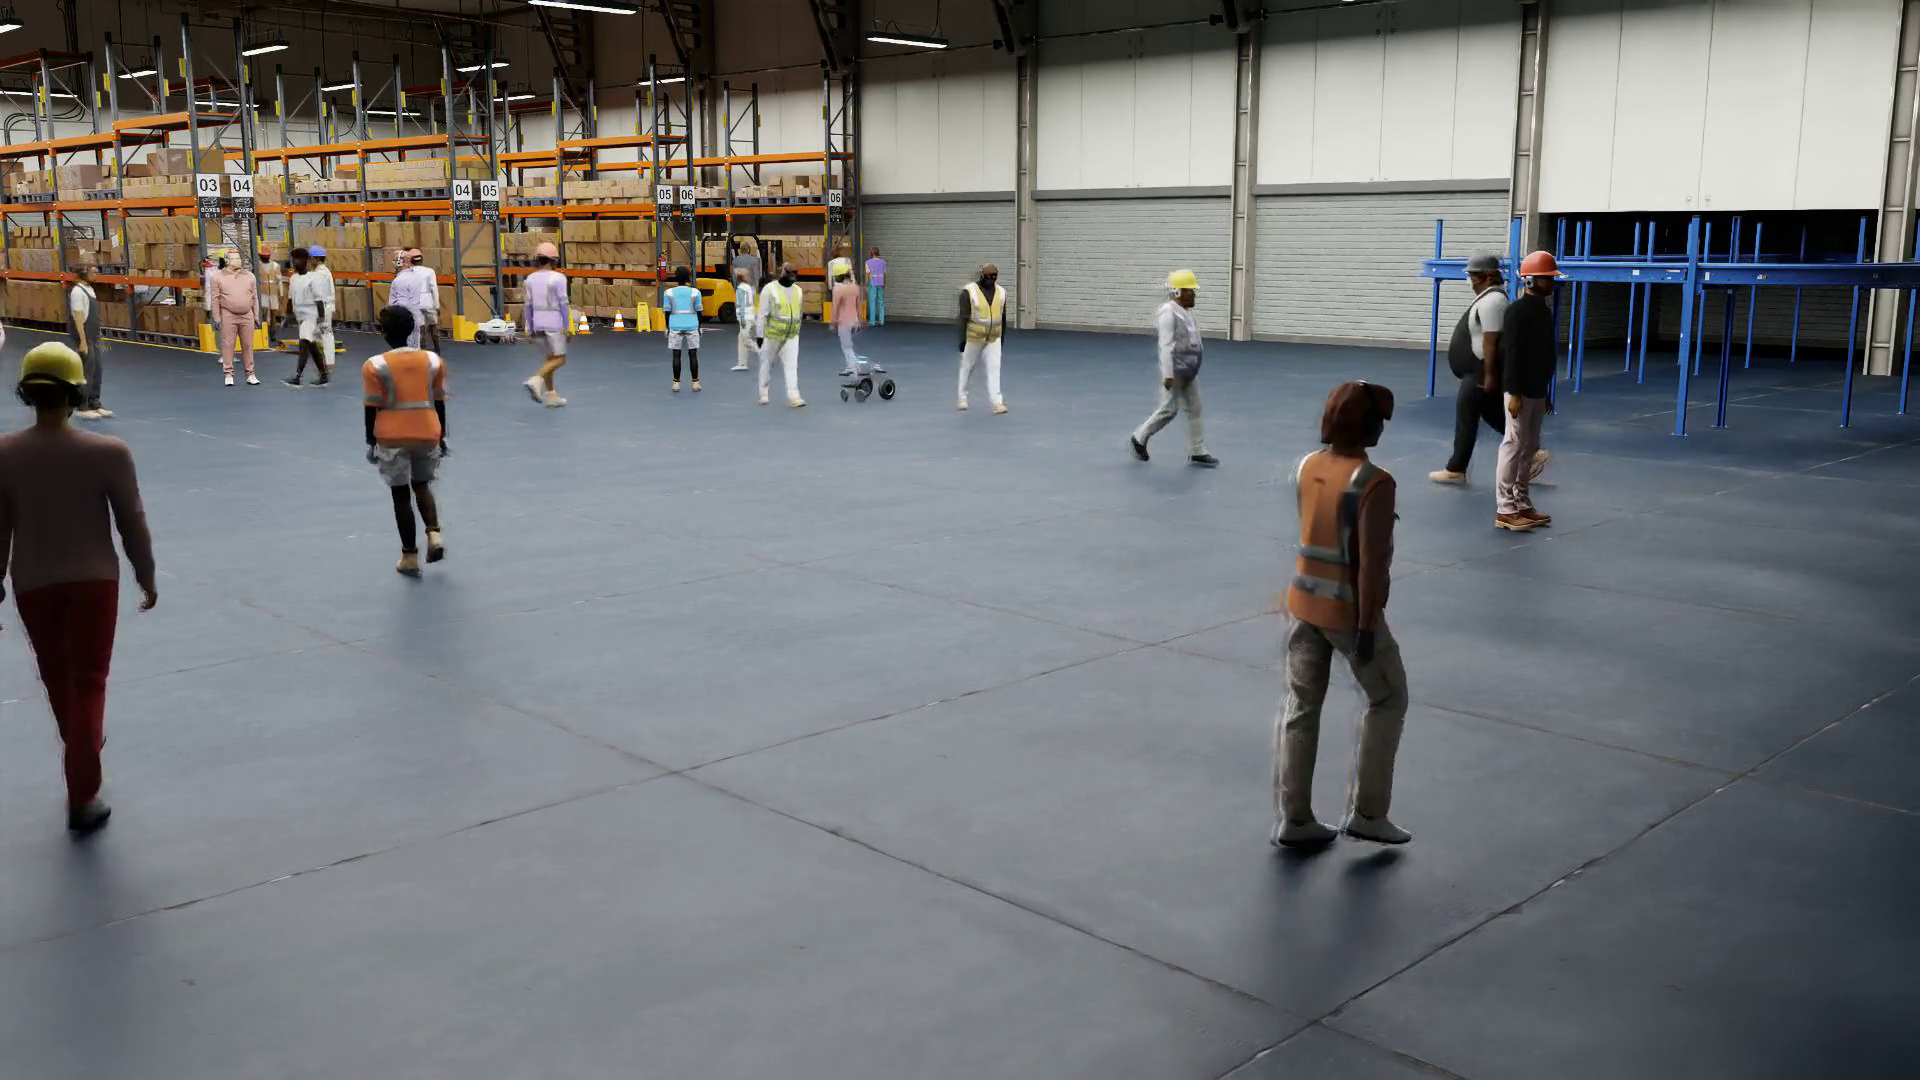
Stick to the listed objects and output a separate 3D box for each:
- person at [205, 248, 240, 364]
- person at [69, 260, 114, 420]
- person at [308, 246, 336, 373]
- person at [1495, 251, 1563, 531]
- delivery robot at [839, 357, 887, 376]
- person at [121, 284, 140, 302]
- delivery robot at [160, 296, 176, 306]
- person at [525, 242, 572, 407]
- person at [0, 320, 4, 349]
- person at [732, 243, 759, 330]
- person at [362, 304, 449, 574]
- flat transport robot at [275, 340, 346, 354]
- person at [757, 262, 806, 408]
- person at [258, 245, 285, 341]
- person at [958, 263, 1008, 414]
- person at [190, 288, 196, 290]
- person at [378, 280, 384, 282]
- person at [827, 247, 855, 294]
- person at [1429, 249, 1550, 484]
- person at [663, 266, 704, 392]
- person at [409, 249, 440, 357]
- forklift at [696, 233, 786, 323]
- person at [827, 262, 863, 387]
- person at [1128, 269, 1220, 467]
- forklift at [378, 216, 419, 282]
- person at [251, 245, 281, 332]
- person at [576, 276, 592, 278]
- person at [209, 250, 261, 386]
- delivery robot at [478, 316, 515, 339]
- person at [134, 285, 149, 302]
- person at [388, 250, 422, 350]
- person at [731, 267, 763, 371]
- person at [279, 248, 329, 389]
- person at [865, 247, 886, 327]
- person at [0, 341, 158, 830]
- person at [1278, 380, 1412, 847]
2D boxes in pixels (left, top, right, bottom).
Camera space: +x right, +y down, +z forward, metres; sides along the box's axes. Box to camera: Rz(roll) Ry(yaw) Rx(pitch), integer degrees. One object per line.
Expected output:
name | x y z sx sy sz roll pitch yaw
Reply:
person | -12.113 -3.847 27.423 0.657 1.882 0.760 -9 14 -41
person | -10.097 -2.318 19.289 0.400 1.822 0.537 -2 11 -13
person | -9.887 -3.579 25.796 0.391 1.948 0.605 -3 11 -18
person | 4.131 -1.084 12.063 0.379 1.996 0.611 9 14 40
delivery robot | -1.261 -2.262 21.569 0.335 0.223 0.698 9 14 41
person | -20.977 -6.401 42.128 0.499 1.595 0.531 -4 11 -18
delivery robot | -20.414 -6.054 42.954 0.477 0.478 0.707 -8 13 -39
person | -5.104 -2.623 20.383 0.619 2.022 0.683 6 12 31
person | -9.437 -1.753 16.077 0.762 1.873 0.397 9 14 41
person | -4.799 -5.683 37.303 0.628 1.937 0.377 3 11 14
person | -3.477 -0.632 10.422 0.544 1.680 0.373 -9 14 -40
flat transport robot | -11.786 -3.519 30.160 1.431 0.197 0.652 10 14 42
person | -2.260 -2.554 20.697 0.715 1.783 0.999 -8 13 -37
person | -13.796 -4.921 33.232 0.547 1.911 0.787 -6 12 -32
person | 0.251 -2.439 20.050 0.667 1.788 0.991 -5 11 -24
person | -21.195 -7.259 46.101 0.606 1.877 0.674 9 14 41
person | -17.529 -7.998 49.889 0.524 1.945 0.668 -1 10 -6
person | -2.842 -6.099 39.854 0.679 1.833 0.350 -3 11 -17
person | 4.582 -1.480 14.212 0.920 2.000 0.691 4 11 19
person | -3.774 -2.864 22.670 0.564 1.694 0.440 -2 11 -9
person | -9.000 -3.924 27.875 0.575 1.873 0.853 -2 11 -11
forklift | -5.496 -6.489 41.108 2.313 2.155 1.214 -10 14 -44
person | -1.587 -3.005 23.248 0.424 1.738 0.529 7 13 34
person | 1.991 -1.593 15.356 0.807 1.807 0.609 7 12 32
forklift | -17.868 -9.201 54.028 1.873 2.768 1.129 -10 14 -44
person | -15.403 -5.579 36.822 0.926 1.909 0.596 7 13 35
person | -10.324 -7.111 45.649 0.483 1.737 0.320 4 11 20
person | -10.251 -3.152 23.582 0.653 1.906 0.408 -9 13 -39
delivery robot | -9.071 -4.147 32.558 0.707 0.478 0.477 4 11 23
person | -18.898 -5.715 38.197 0.546 1.657 0.795 -10 14 -44
person | -7.404 -2.898 22.196 0.410 1.909 0.643 0 10 0
person | -3.278 -3.452 26.026 0.614 1.618 0.529 1 10 5
person | -9.163 -3.058 23.020 0.607 1.928 0.934 8 13 37
person | -1.954 -5.895 38.736 0.564 1.840 0.376 -8 13 -38
person | -3.262 0.137 6.148 0.545 1.724 0.890 -2 11 -9
person | 1.351 0.262 5.737 0.567 1.619 0.518 -6 12 -28
